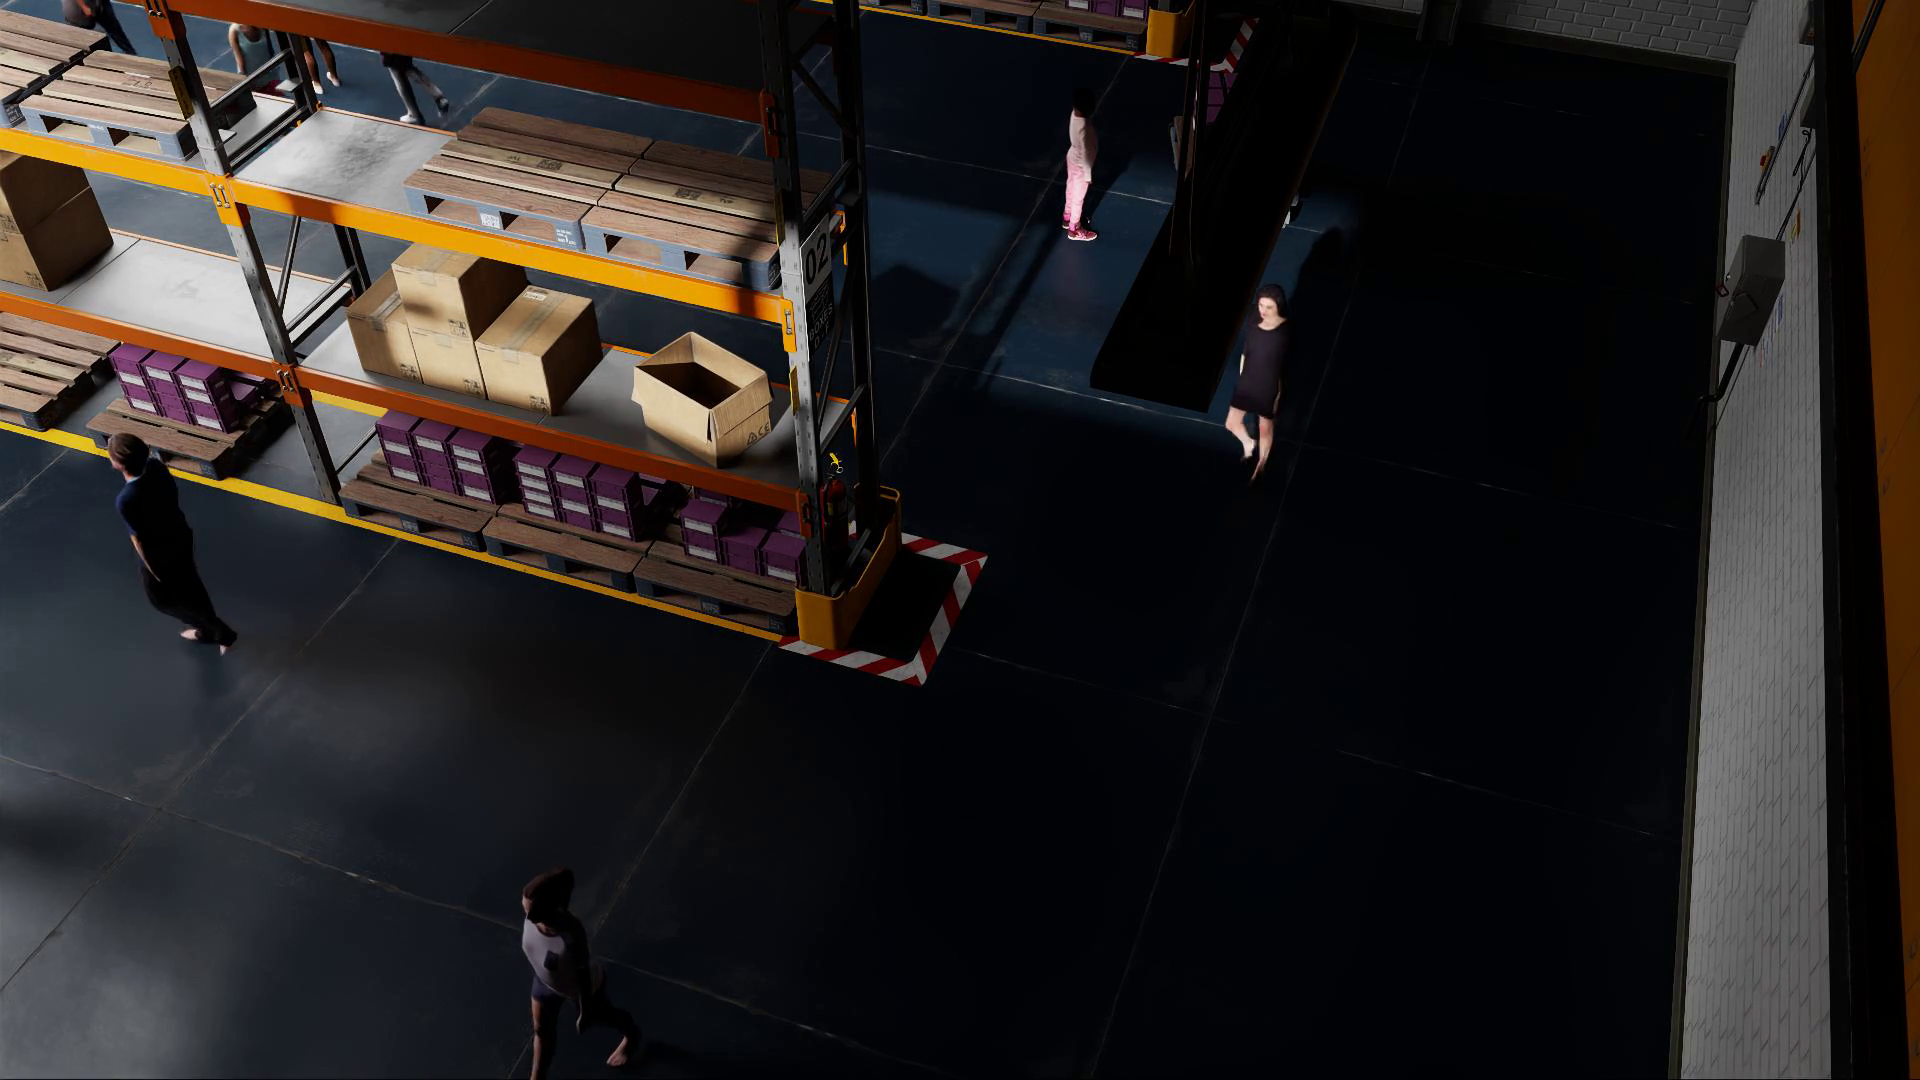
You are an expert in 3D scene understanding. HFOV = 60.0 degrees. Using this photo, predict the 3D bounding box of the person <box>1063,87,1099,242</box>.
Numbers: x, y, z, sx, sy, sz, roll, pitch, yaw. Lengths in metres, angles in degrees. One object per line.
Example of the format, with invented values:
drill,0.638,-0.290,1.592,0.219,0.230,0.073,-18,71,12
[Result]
person,1.057,-3.340,14.643,0.639,1.444,0.625,-8,44,-8

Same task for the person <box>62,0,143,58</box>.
person,-8.854,-5.430,16.739,0.918,1.581,0.634,12,45,12

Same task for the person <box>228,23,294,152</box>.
person,-6.507,-4.231,15.381,0.990,1.717,1.298,-31,52,-28

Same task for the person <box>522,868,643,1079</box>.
person,-1.941,2.237,8.582,1.040,1.730,0.873,29,51,27

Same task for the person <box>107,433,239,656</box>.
person,-5.066,0.063,10.774,0.824,1.854,0.705,10,44,10

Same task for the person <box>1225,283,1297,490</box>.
person,2.248,-1.134,12.078,0.685,1.790,0.766,31,51,28
